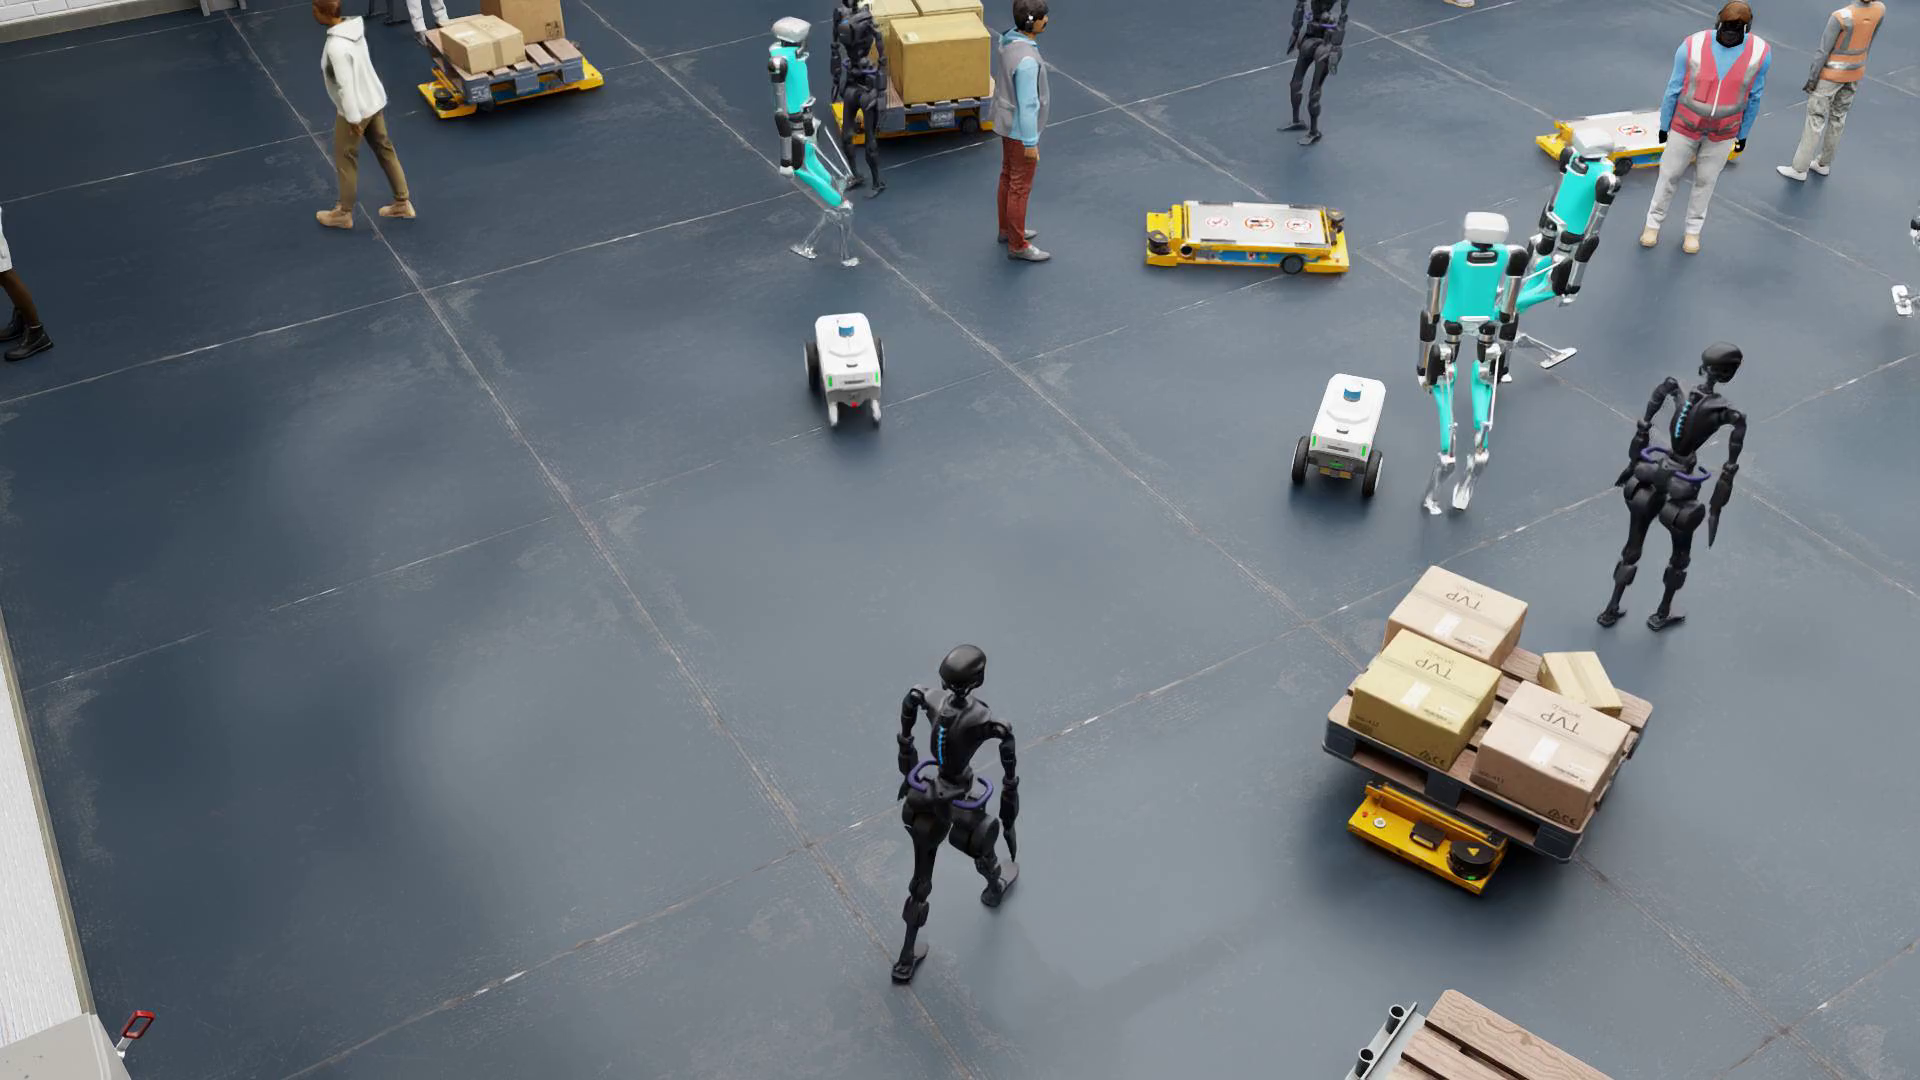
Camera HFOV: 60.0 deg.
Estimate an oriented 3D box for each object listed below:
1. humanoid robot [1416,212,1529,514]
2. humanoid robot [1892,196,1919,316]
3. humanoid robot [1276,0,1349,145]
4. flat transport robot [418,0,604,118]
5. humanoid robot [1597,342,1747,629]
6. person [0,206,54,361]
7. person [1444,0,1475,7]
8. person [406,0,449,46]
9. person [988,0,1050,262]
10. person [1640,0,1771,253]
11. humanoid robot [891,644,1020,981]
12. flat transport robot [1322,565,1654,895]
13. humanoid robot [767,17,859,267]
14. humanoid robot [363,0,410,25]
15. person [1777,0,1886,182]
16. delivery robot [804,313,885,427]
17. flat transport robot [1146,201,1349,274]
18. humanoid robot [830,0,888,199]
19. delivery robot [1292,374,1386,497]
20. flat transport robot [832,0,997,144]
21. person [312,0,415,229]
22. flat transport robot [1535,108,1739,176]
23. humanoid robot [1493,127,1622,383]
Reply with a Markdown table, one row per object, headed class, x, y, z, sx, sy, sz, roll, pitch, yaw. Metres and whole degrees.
| class | x | y | z | sx | sy | sz | roll | pitch | yaw |
| --- | --- | --- | --- | --- | --- | --- | --- | --- | --- |
| humanoid robot | 2.809 | -0.870 | 9.198 | 0.535 | 1.769 | 0.741 | 1 | 38 | 1 |
| humanoid robot | 6.383 | -1.933 | 10.568 | 0.530 | 1.731 | 1.069 | 4 | 39 | 5 |
| humanoid robot | 2.836 | -3.950 | 13.139 | 0.328 | 1.656 | 0.597 | -20 | 42 | -23 |
| flat transport robot | -3.862 | -3.954 | 14.281 | 1.431 | 0.231 | 0.659 | -20 | 43 | -23 |
| humanoid robot | 3.626 | -0.262 | 8.516 | 0.446 | 1.638 | 0.611 | -24 | 44 | -27 |
| person | -6.268 | -2.040 | 10.524 | 0.374 | 1.935 | 0.548 | -24 | 44 | -27 |
| person | 4.846 | -5.982 | 15.542 | 0.361 | 1.882 | 0.574 | 18 | 42 | 21 |
| person | -4.829 | -5.377 | 14.777 | 0.356 | 1.884 | 0.574 | 26 | 45 | 29 |
| person | 0.413 | -2.871 | 11.618 | 0.415 | 1.879 | 0.533 | -7 | 39 | -9 |
| person | 5.228 | -2.894 | 11.690 | 0.629 | 1.838 | 0.431 | 11 | 40 | 14 |
| humanoid robot | -0.027 | 1.071 | 6.850 | 0.586 | 1.621 | 0.798 | 18 | 42 | 22 |
| flat transport robot | 2.480 | 1.054 | 7.961 | 0.659 | 0.231 | 1.431 | 25 | 45 | 28 |
| humanoid robot | -0.896 | -2.680 | 11.545 | 0.775 | 1.838 | 0.544 | 8 | 39 | 11 |
| humanoid robot | -5.408 | -5.560 | 15.182 | 0.351 | 1.651 | 0.596 | -26 | 45 | -29 |
| person | 6.664 | -3.529 | 12.649 | 0.505 | 1.629 | 0.315 | -13 | 40 | -15 |
| delivery robot | -0.704 | -1.109 | 10.454 | 0.499 | 0.586 | 0.765 | -6 | 39 | -8 |
| flat transport robot | 2.075 | -2.197 | 12.064 | 1.431 | 0.231 | 0.659 | 3 | 39 | 4 |
| humanoid robot | -0.756 | -3.382 | 12.419 | 0.612 | 1.647 | 0.361 | 31 | 48 | 33 |
| delivery robot | 2.290 | -0.640 | 9.884 | 0.499 | 0.614 | 0.808 | 13 | 40 | 15 |
| flat transport robot | -0.303 | -3.566 | 13.792 | 1.431 | 0.231 | 0.659 | -9 | 39 | -11 |
| person | -4.455 | -3.103 | 12.020 | 0.720 | 1.743 | 0.539 | 3 | 38 | 4 |
| flat transport robot | 5.428 | -3.191 | 13.318 | 1.431 | 0.231 | 0.659 | -9 | 39 | -11 |
| humanoid robot | 3.518 | -1.666 | 10.198 | 0.983 | 1.730 | 0.540 | -8 | 39 | -10 |
